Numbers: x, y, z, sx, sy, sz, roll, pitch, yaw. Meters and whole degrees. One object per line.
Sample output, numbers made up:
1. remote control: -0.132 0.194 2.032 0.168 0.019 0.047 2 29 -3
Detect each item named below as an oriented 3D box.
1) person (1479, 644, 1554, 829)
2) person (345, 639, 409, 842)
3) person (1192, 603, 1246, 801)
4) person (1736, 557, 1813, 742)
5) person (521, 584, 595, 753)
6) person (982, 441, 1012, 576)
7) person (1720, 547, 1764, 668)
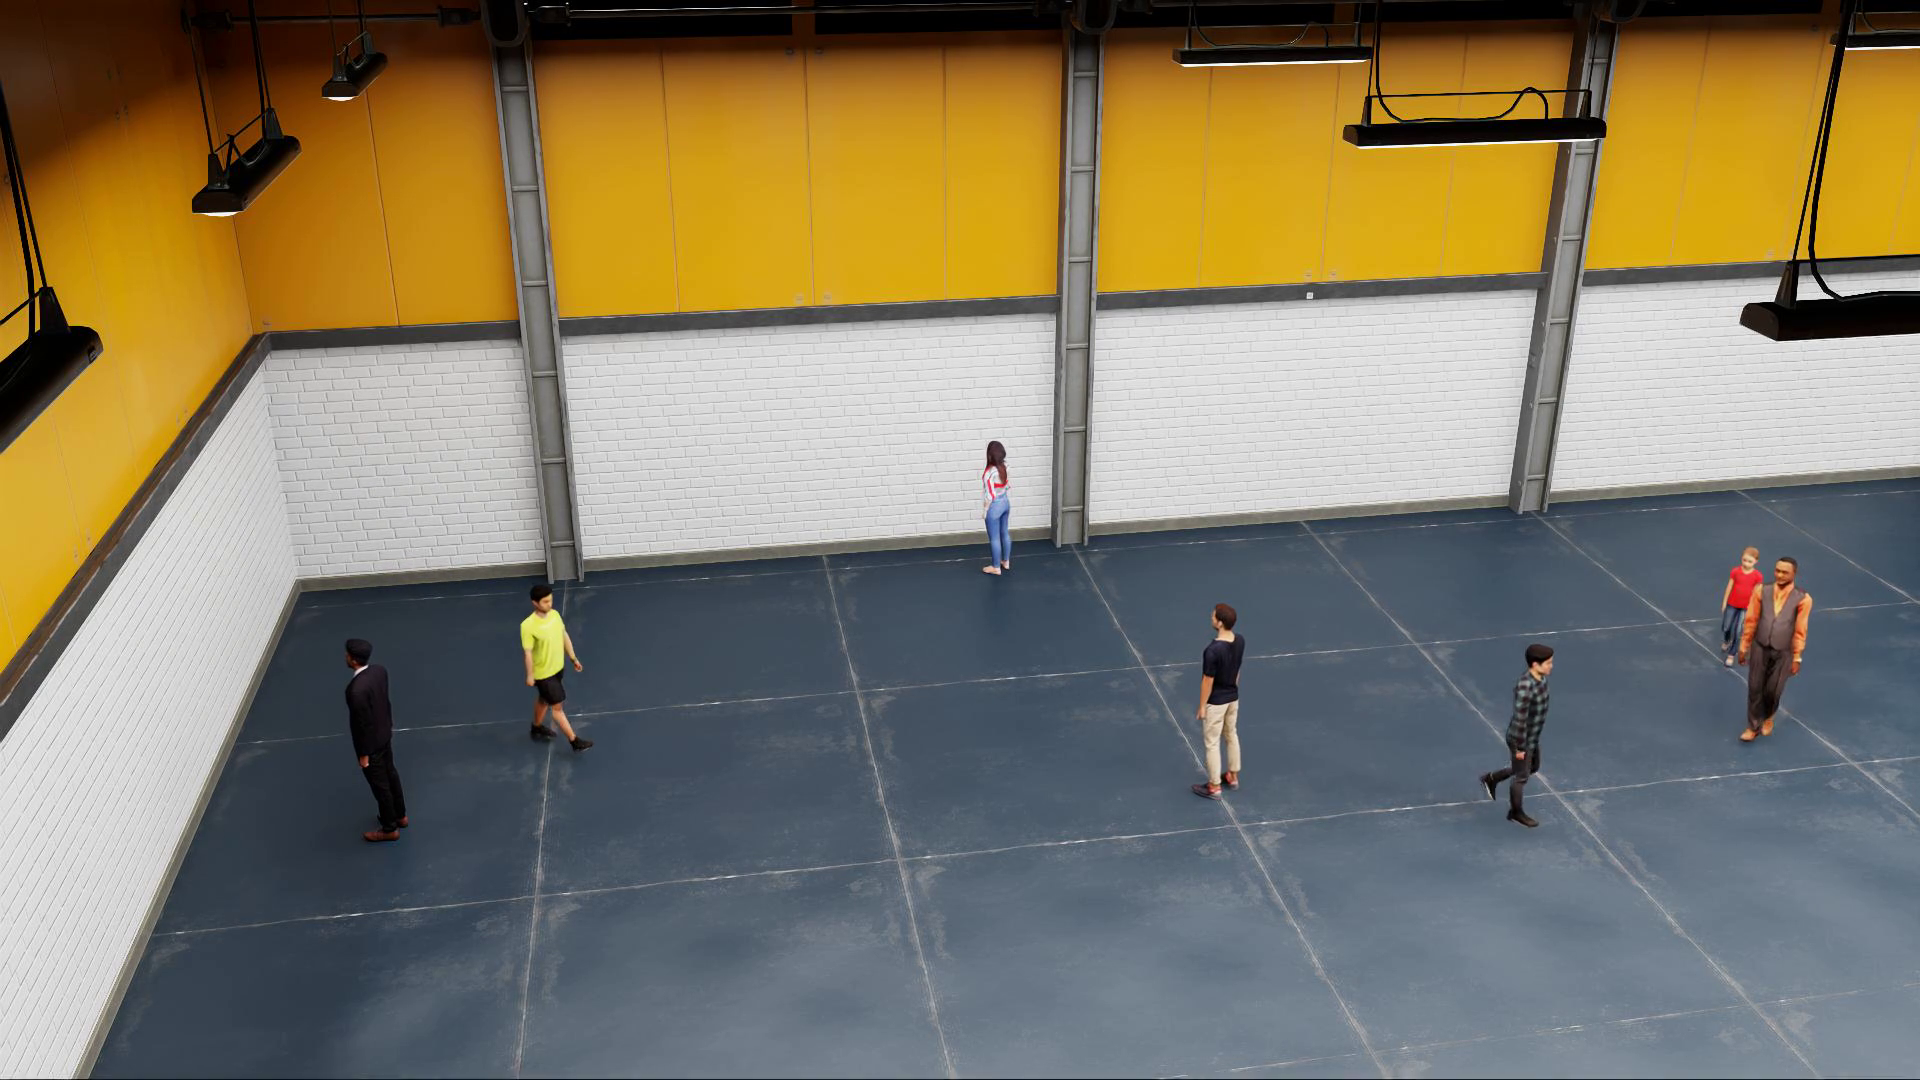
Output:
1. person: 4.759 1.625 14.205 0.978 1.701 0.944 16 28 33
2. person: -4.969 1.680 14.112 0.644 1.882 0.754 2 24 4
3. person: 2.319 1.419 14.750 0.666 1.850 0.777 -19 30 -37
4. person: 7.661 1.012 15.623 0.869 1.896 0.920 20 31 38
5. person: -3.919 1.177 15.536 1.156 1.664 1.007 10 25 21
6. person: 0.434 -0.385 19.174 0.717 1.612 0.642 18 29 35
7. person: 8.077 0.658 17.173 0.655 1.302 0.709 14 27 30
